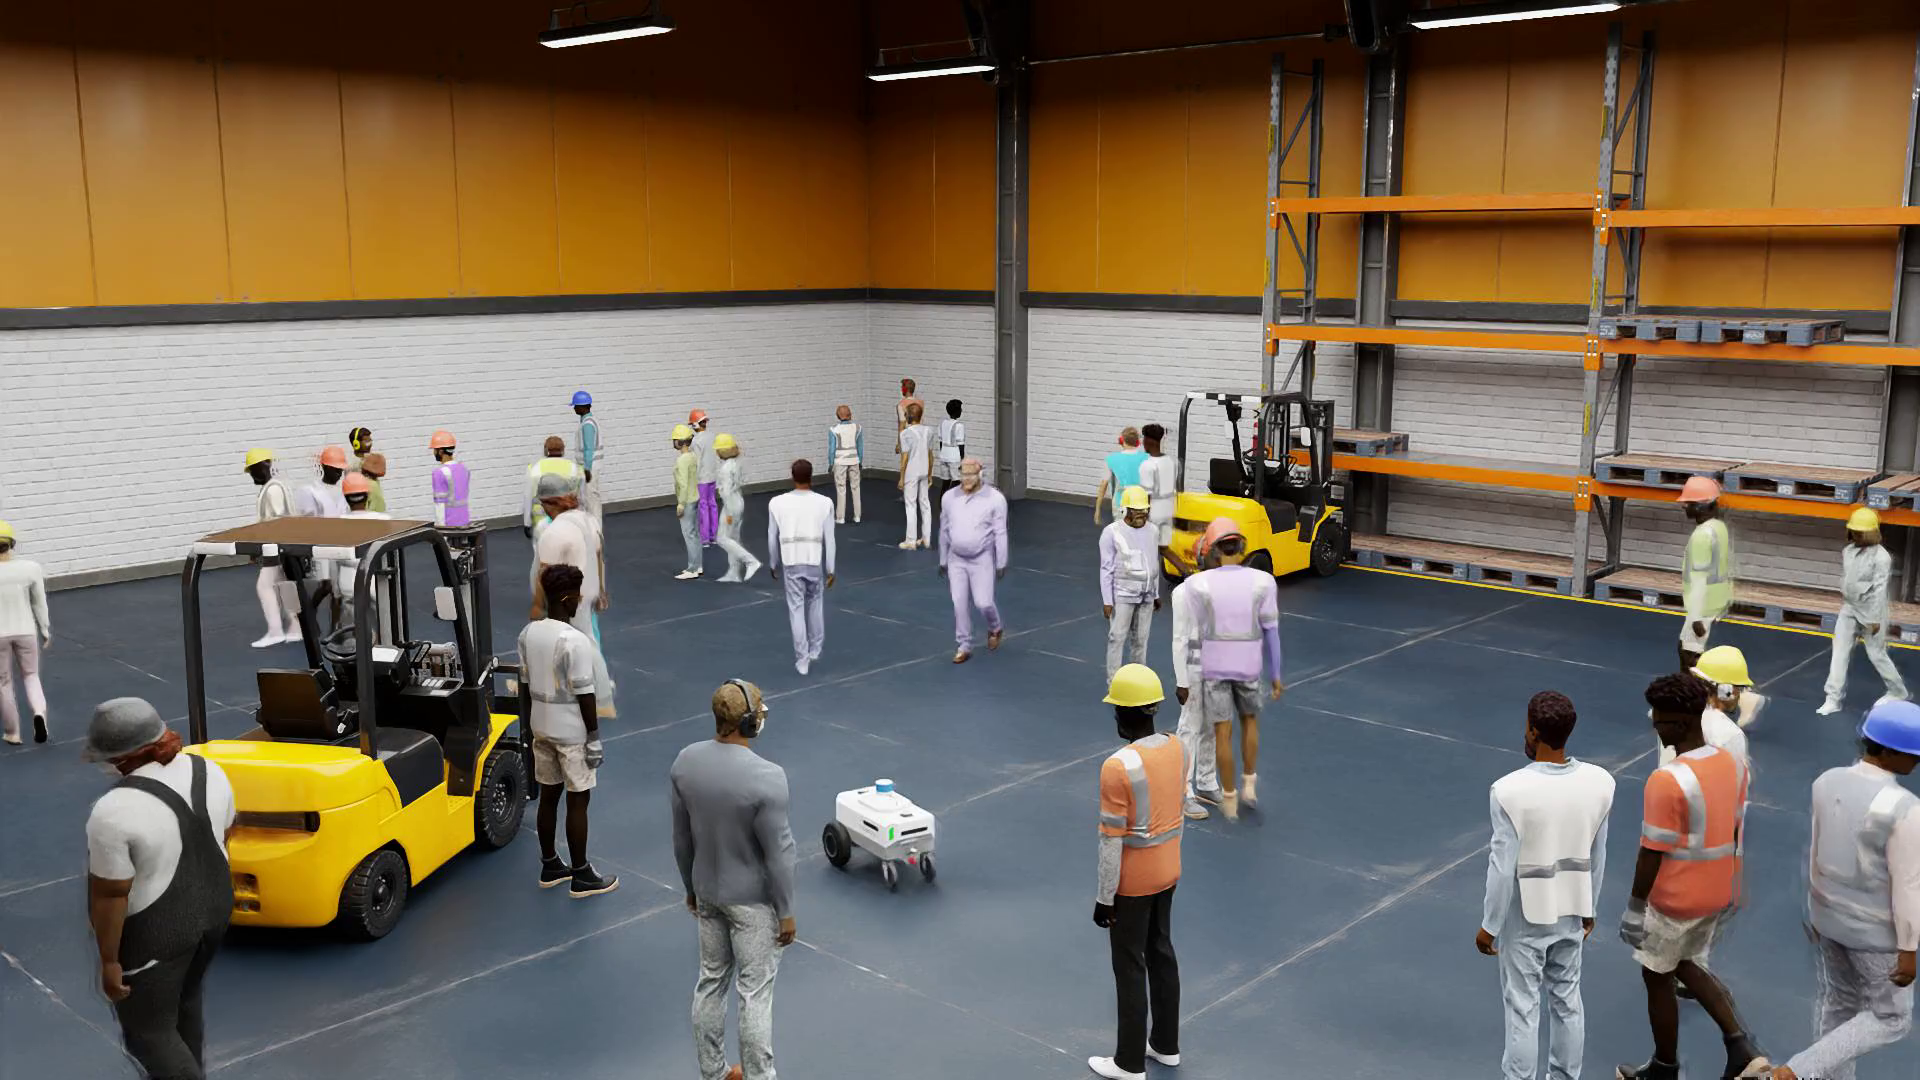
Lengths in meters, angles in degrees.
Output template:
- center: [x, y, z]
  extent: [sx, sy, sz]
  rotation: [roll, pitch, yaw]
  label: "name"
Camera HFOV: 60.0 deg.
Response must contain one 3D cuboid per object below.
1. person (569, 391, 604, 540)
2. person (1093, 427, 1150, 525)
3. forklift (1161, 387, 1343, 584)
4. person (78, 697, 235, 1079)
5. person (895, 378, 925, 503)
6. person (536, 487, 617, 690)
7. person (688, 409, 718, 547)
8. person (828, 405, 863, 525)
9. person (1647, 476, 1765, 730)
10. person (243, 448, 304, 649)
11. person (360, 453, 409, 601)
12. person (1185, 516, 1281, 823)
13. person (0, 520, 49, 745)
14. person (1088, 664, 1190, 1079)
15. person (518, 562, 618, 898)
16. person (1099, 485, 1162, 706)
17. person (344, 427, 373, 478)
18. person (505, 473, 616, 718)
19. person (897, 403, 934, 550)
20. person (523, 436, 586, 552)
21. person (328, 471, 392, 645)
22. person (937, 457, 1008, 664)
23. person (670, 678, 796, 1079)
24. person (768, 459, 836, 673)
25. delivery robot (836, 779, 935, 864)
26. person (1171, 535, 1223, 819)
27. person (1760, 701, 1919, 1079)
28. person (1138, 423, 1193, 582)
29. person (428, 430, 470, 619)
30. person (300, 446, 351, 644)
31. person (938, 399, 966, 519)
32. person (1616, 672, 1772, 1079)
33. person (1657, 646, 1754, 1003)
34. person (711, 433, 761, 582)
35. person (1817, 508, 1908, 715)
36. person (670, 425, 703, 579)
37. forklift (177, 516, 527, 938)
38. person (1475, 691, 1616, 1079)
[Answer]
- center: [-4.825, -0.966, 21.546]
  extent: [0.418, 1.937, 0.607]
  rotation: [-2, 10, -10]
  label: "person"
- center: [1.809, -0.334, 18.306]
  extent: [0.691, 1.797, 0.728]
  rotation: [-3, 10, -14]
  label: "person"
- center: [3.298, -0.608, 18.767]
  extent: [1.214, 2.155, 2.313]
  rotation: [9, 13, 42]
  label: "forklift"
- center: [-3.227, 1.561, 6.857]
  extent: [0.814, 2.000, 0.726]
  rotation: [3, 11, 19]
  label: "person"
- center: [-0.736, -1.468, 24.664]
  extent: [0.390, 1.843, 0.563]
  rotation: [7, 12, 34]
  label: "person"
- center: [-3.286, 0.409, 14.095]
  extent: [0.677, 1.814, 0.401]
  rotation: [-4, 11, -23]
  label: "person"
- center: [-3.273, -0.784, 21.054]
  extent: [0.339, 1.742, 0.563]
  rotation: [4, 11, 21]
  label: "person"
- center: [-1.559, -1.026, 22.730]
  extent: [0.512, 1.639, 0.312]
  rotation: [-5, 11, -26]
  label: "person"
- center: [5.865, 0.509, 12.951]
  extent: [0.799, 2.014, 0.604]
  rotation: [8, 13, 37]
  label: "person"
- center: [-6.575, 0.073, 15.815]
  extent: [0.628, 1.875, 0.622]
  rotation: [-4, 11, -21]
  label: "person"
- center: [-6.119, -0.120, 17.657]
  extent: [0.611, 1.611, 0.494]
  rotation: [-4, 11, -23]
  label: "person"
- center: [1.788, 0.840, 11.037]
  extent: [0.634, 2.007, 0.621]
  rotation: [0, 10, 2]
  label: "person"
- center: [-7.126, 0.712, 12.493]
  extent: [0.539, 1.748, 0.573]
  rotation: [-9, 13, -41]
  label: "person"
- center: [0.803, 1.505, 7.543]
  extent: [0.393, 1.919, 0.581]
  rotation: [8, 13, 39]
  label: "person"
- center: [-2.298, 1.100, 9.695]
  extent: [0.604, 1.964, 0.367]
  rotation: [8, 13, 38]
  label: "person"
- center: [1.431, 0.452, 13.760]
  extent: [0.602, 1.830, 0.404]
  rotation: [-6, 12, -32]
  label: "person"
- center: [-6.441, -0.283, 17.900]
  extent: [0.324, 1.853, 0.519]
  rotation: [0, 10, -1]
  label: "person"
- center: [-3.242, 0.421, 13.348]
  extent: [1.023, 2.000, 0.688]
  rotation: [1, 10, 6]
  label: "person"
- center: [-0.560, -0.796, 20.835]
  extent: [0.518, 1.843, 0.332]
  rotation: [-8, 13, -39]
  label: "person"
- center: [-4.230, -0.178, 17.409]
  extent: [0.654, 1.815, 0.446]
  rotation: [-3, 10, -16]
  label: "person"
- center: [-4.965, 0.395, 13.848]
  extent: [0.566, 1.917, 0.574]
  rotation: [-2, 10, -13]
  label: "person"
- center: [0.120, 0.169, 15.206]
  extent: [0.652, 1.890, 0.550]
  rotation: [4, 11, 21]
  label: "person"
- center: [-0.962, 1.547, 7.225]
  extent: [0.636, 1.938, 0.357]
  rotation: [7, 12, 34]
  label: "person"
- center: [-1.432, 0.207, 15.045]
  extent: [0.593, 1.877, 0.904]
  rotation: [-2, 10, -9]
  label: "person"
- center: [-0.454, 1.692, 10.047]
  extent: [0.477, 0.478, 0.707]
  rotation: [-7, 11, -32]
  label: "delivery robot"
- center: [1.636, 0.896, 11.087]
  extent: [0.576, 1.884, 0.354]
  rotation: [-9, 14, -43]
  label: "person"
- center: [3.742, 1.599, 6.970]
  extent: [0.628, 1.923, 0.656]
  rotation: [-2, 10, -9]
  label: "person"
- center: [2.140, -0.270, 17.575]
  extent: [0.620, 1.938, 0.779]
  rotation: [-10, 14, -44]
  label: "person"
- center: [-5.213, -0.158, 16.975]
  extent: [0.391, 1.930, 0.547]
  rotation: [3, 10, 15]
  label: "person"
- center: [-6.002, 0.050, 15.823]
  extent: [0.557, 1.912, 0.562]
  rotation: [7, 12, 34]
  label: "person"
- center: [-0.095, -1.102, 22.996]
  extent: [0.318, 1.695, 0.539]
  rotation: [-7, 12, -34]
  label: "person"
- center: [3.214, 1.545, 7.253]
  extent: [0.662, 1.934, 0.567]
  rotation: [-7, 12, -36]
  label: "person"
- center: [3.707, 1.419, 8.314]
  extent: [0.403, 1.818, 0.601]
  rotation: [-2, 10, -11]
  label: "person"
- center: [-2.512, -0.347, 18.614]
  extent: [0.491, 1.727, 0.508]
  rotation: [2, 10, 9]
  label: "person"
- center: [7.368, 0.566, 13.474]
  extent: [0.792, 1.706, 0.486]
  rotation: [-4, 11, -20]
  label: "person"
- center: [-3.141, -0.434, 18.996]
  extent: [0.327, 1.767, 0.533]
  rotation: [1, 10, 7]
  label: "person"
- center: [-3.583, 0.976, 9.748]
  extent: [1.214, 2.155, 2.313]
  rotation: [2, 10, 11]
  label: "forklift"
- center: [2.480, 1.582, 7.084]
  extent: [0.593, 1.920, 0.391]
  rotation: [-4, 11, -20]
  label: "person"
